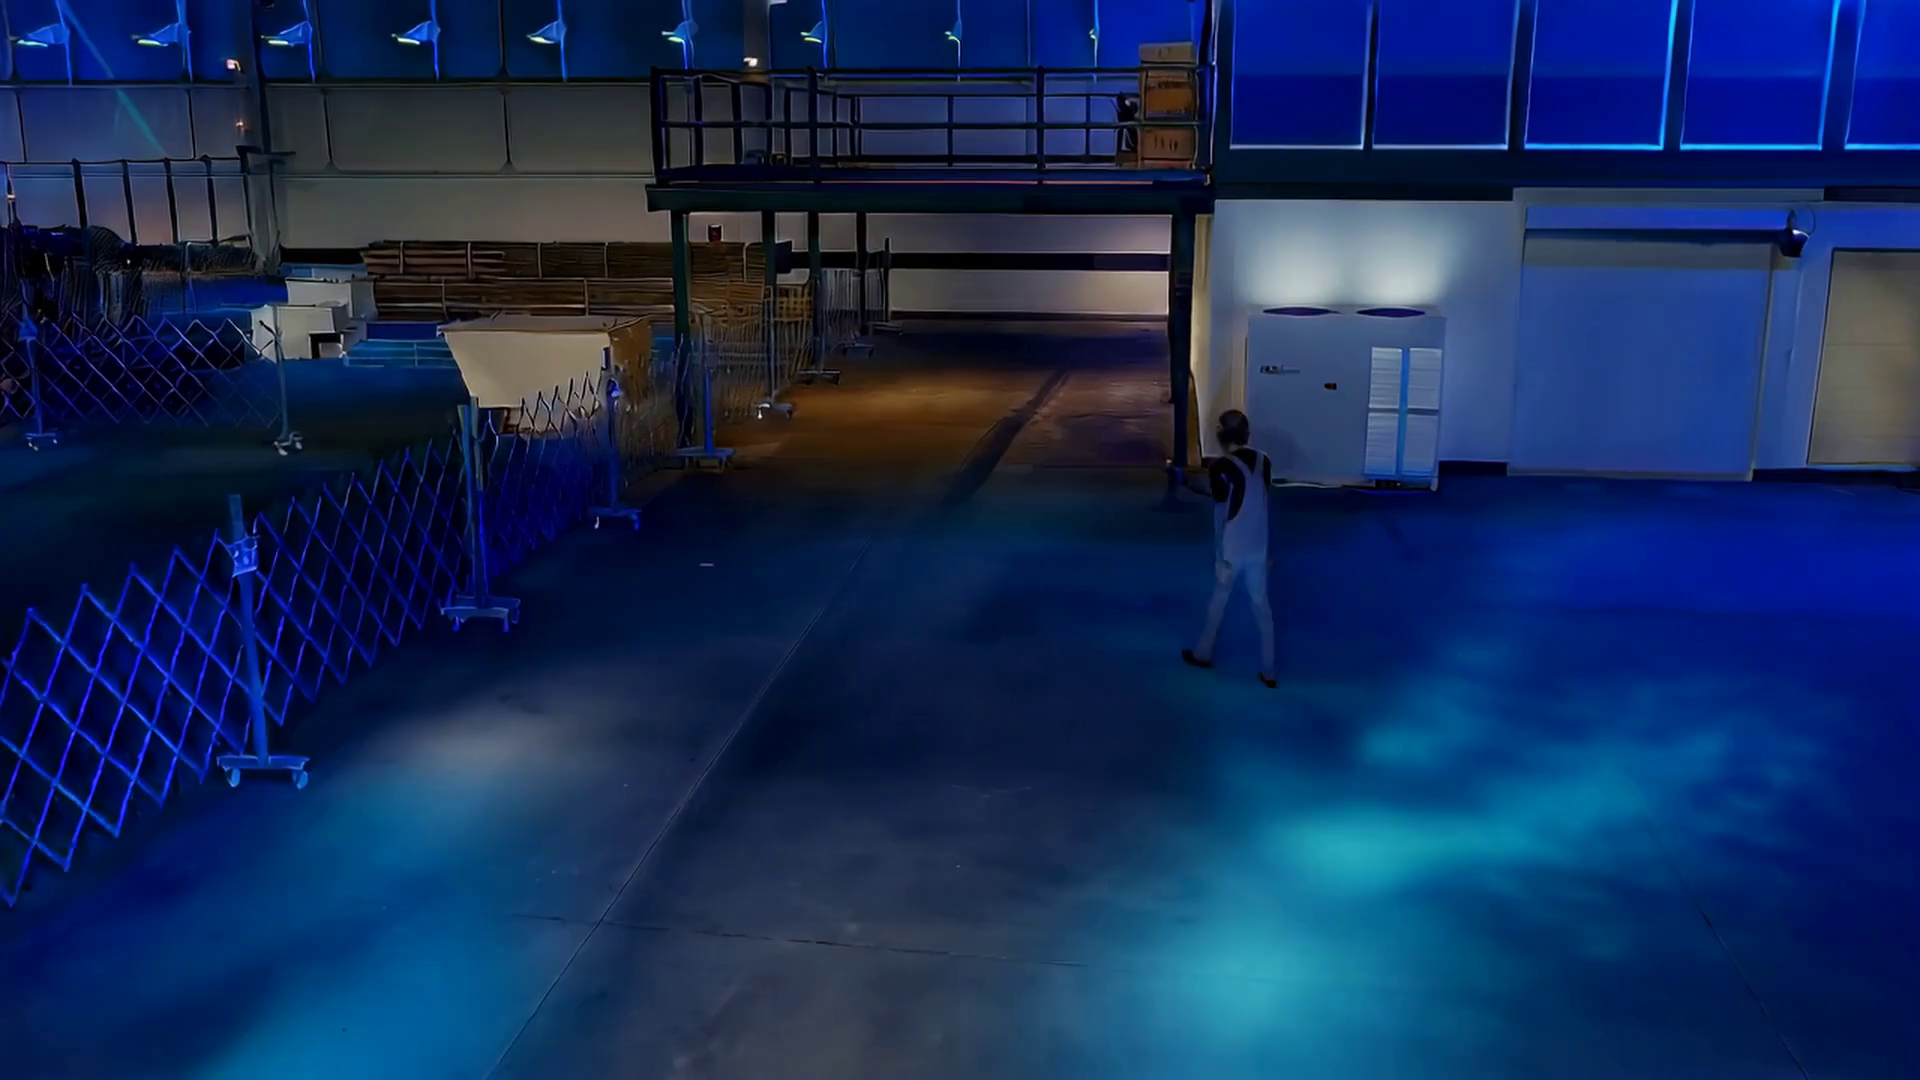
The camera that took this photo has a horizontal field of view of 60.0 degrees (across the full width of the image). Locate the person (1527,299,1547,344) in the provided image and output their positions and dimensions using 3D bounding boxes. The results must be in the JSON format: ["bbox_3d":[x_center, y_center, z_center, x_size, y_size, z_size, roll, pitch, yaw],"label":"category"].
[{"bbox_3d":[6.655,-2.087,19.383,0.484,1.913,0.671,2,14,8],"label":"person"}]

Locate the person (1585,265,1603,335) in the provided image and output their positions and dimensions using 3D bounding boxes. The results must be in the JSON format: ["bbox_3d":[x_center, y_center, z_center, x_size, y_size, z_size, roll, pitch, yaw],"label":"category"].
[{"bbox_3d":[9.300,-3.360,24.631,0.521,1.865,0.328,-11,18,-39],"label":"person"}]

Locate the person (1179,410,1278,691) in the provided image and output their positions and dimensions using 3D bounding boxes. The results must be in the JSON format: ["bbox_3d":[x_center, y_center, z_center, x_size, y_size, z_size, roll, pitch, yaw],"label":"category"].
[{"bbox_3d":[1.833,0.059,10.867,0.538,1.792,0.813,-7,15,-27],"label":"person"}]
